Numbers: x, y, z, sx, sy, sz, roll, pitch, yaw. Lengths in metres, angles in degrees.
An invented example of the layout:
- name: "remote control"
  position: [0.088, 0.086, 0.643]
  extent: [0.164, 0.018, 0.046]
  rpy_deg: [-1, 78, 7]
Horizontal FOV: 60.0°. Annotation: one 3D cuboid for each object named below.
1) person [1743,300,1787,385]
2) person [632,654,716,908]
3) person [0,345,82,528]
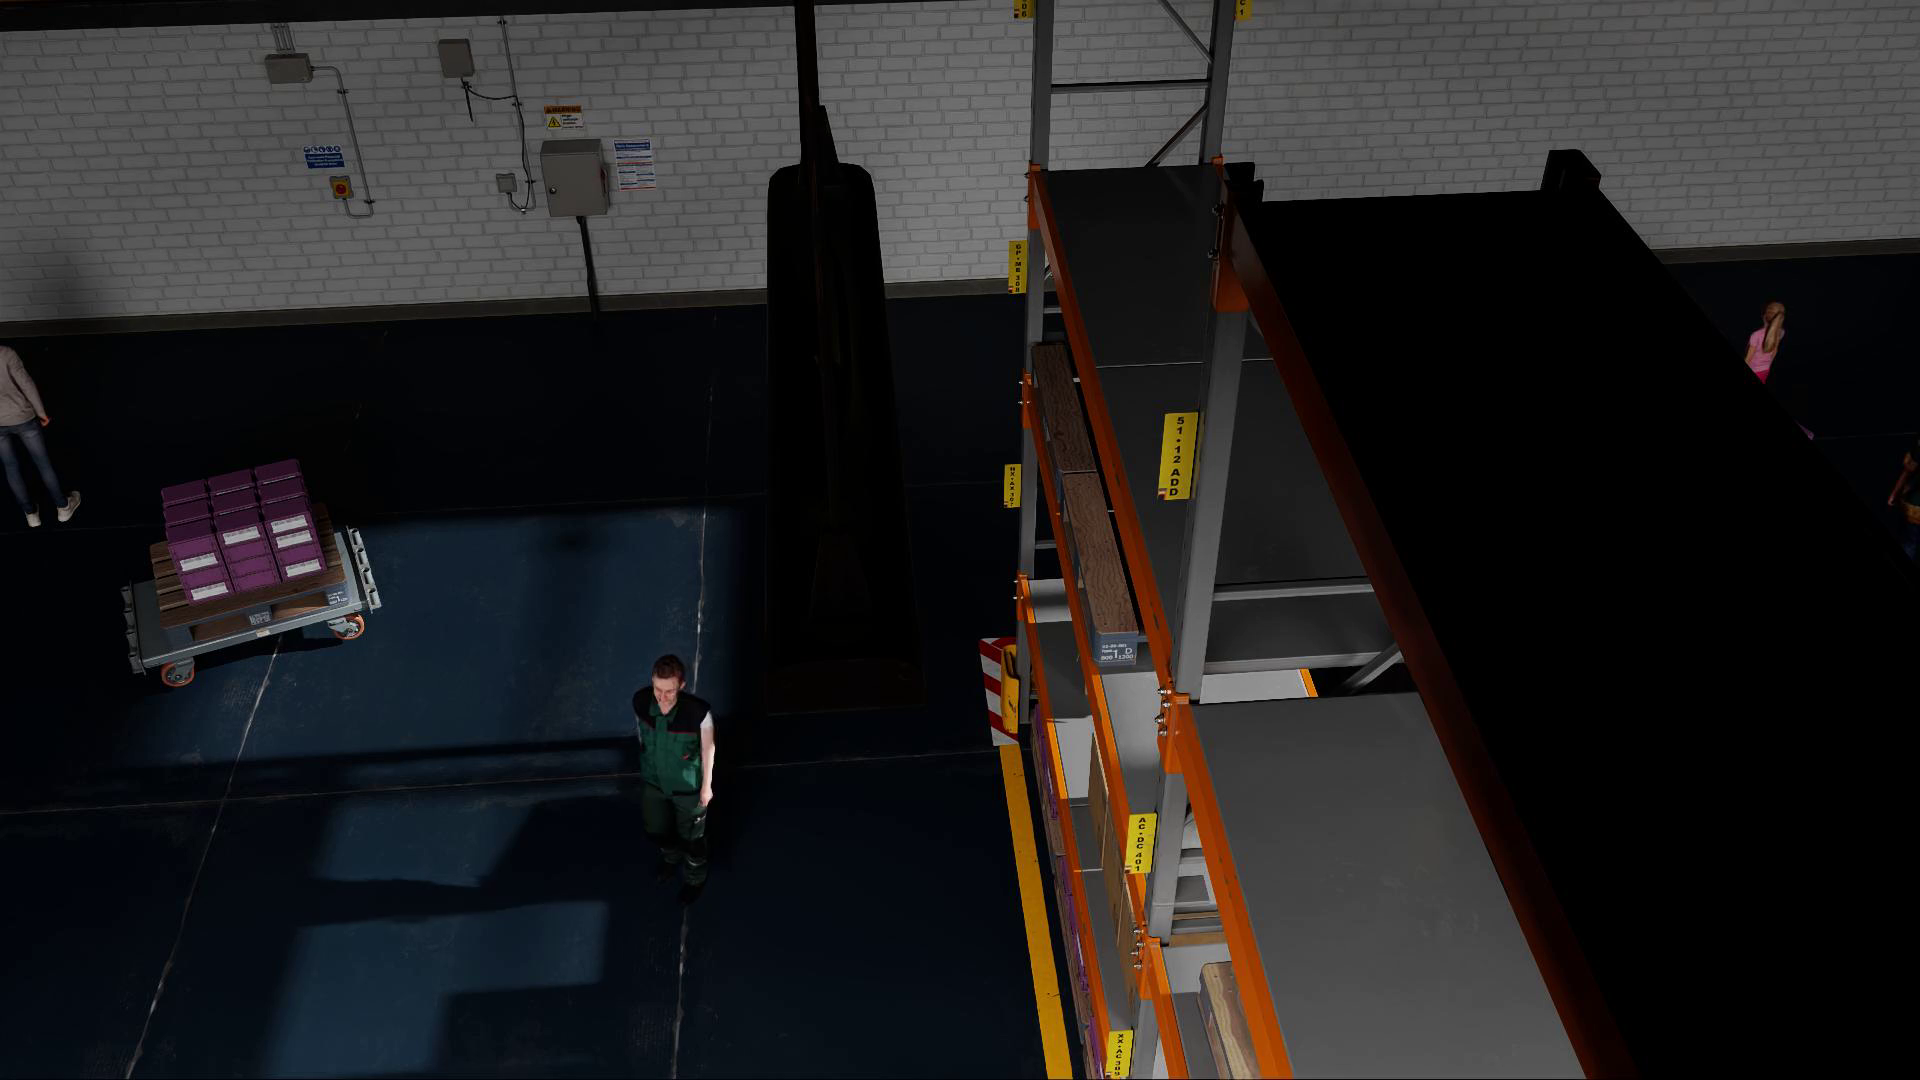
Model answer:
- name: "person"
  position: [6.491, -1.392, 13.574]
  extent: [0.539, 1.272, 0.558]
  rpy_deg: [-12, 40, -15]
- name: "person"
  position: [-1.622, 1.359, 9.677]
  extent: [0.766, 1.836, 0.784]
  rpy_deg: [15, 41, 18]
- name: "person"
  position: [-7.175, -0.919, 12.517]
  extent: [0.715, 1.853, 0.647]
  rpy_deg: [-11, 40, -14]
